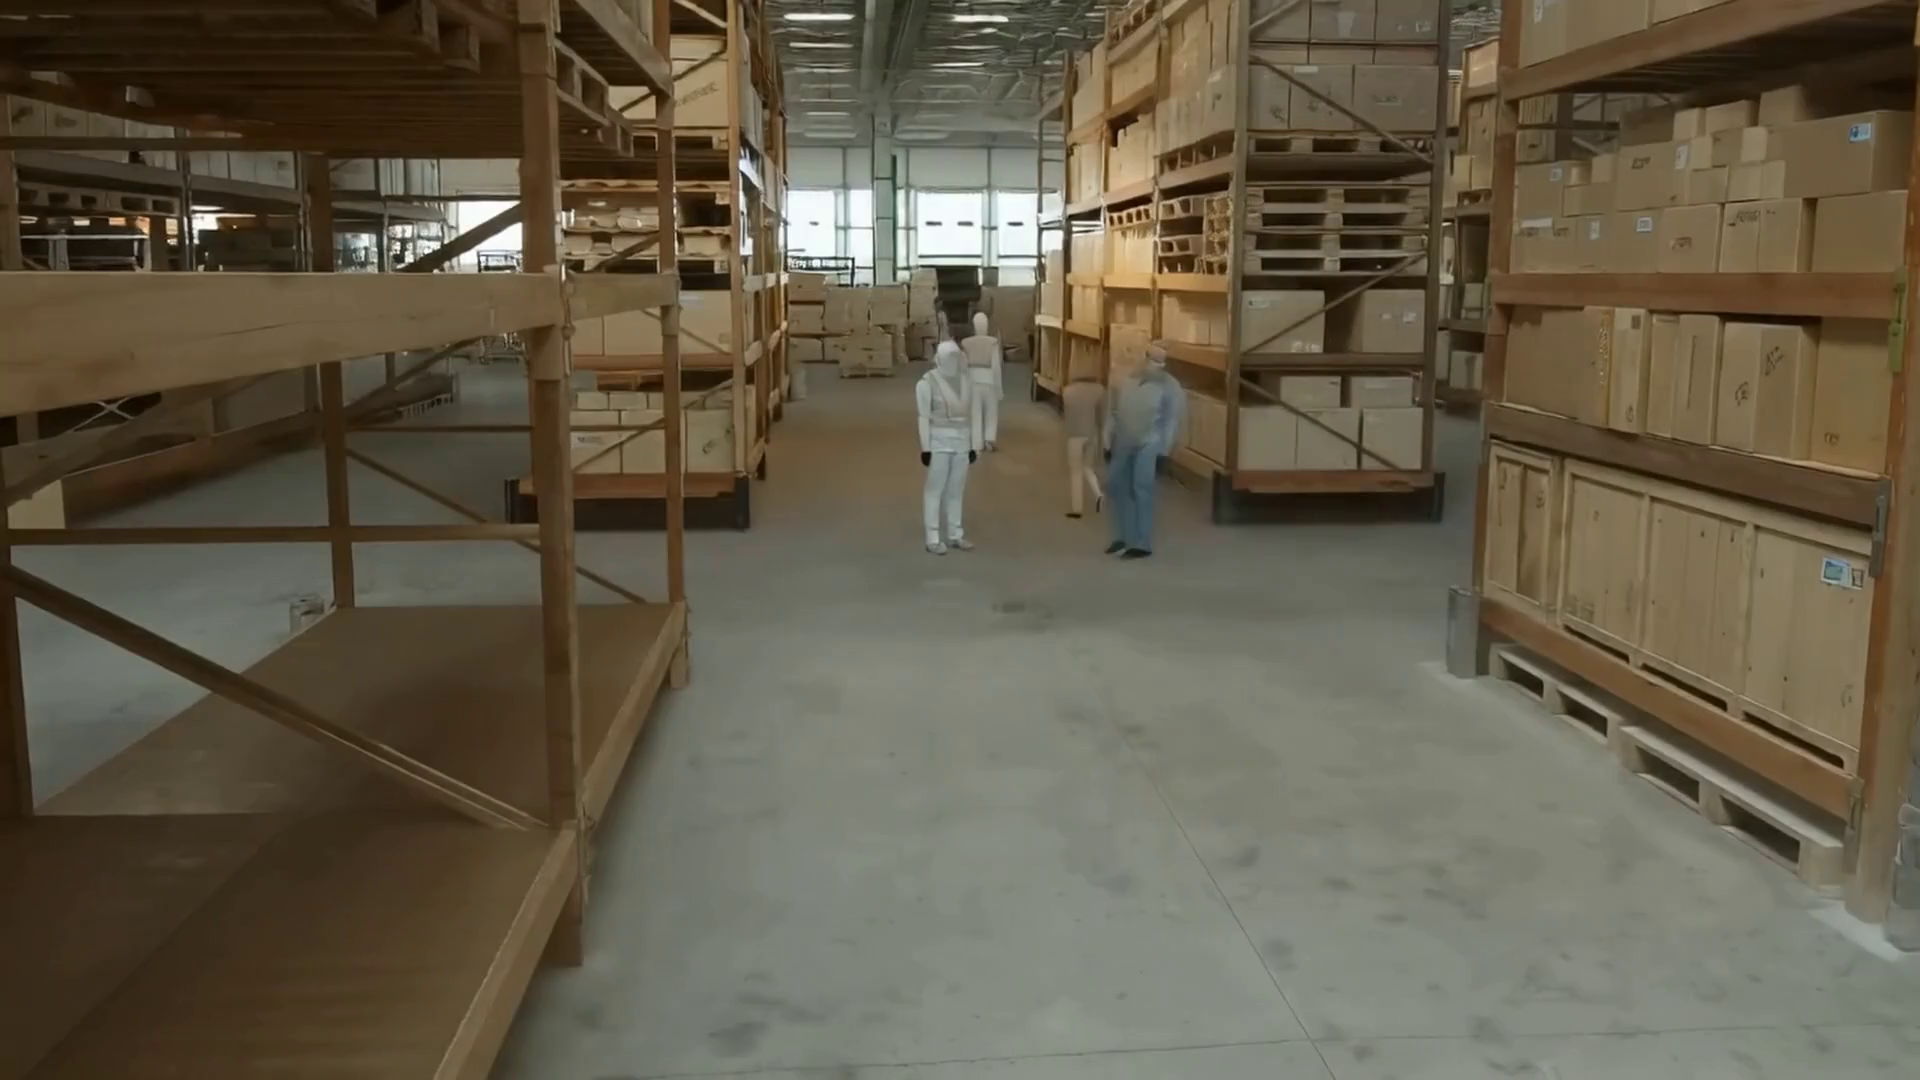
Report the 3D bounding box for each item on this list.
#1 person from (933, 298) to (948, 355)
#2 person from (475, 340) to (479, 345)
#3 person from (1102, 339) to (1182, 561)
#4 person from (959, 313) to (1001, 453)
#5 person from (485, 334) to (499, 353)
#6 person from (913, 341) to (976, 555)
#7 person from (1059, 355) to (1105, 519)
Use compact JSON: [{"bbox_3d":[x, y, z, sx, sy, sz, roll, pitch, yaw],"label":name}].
[{"bbox_3d":[-0.433,-4.886,40.019,0.451,1.853,0.528,2,9,14],"label":"person"},{"bbox_3d":[-16.196,-7.520,56.334,0.633,1.927,0.644,-4,10,-26],"label":"person"},{"bbox_3d":[1.495,-0.757,14.052,0.687,1.871,0.489,6,11,35],"label":"person"},{"bbox_3d":[0.263,-2.110,22.489,0.615,1.887,0.463,3,10,18],"label":"person"},{"bbox_3d":[-14.567,-6.764,51.608,0.383,1.920,0.585,6,11,35],"label":"person"},{"bbox_3d":[-0.103,-0.799,14.401,0.626,1.844,0.429,-8,12,-42],"label":"person"},{"bbox_3d":[1.202,-1.003,16.344,0.526,1.619,0.385,-6,11,-35],"label":"person"}]
